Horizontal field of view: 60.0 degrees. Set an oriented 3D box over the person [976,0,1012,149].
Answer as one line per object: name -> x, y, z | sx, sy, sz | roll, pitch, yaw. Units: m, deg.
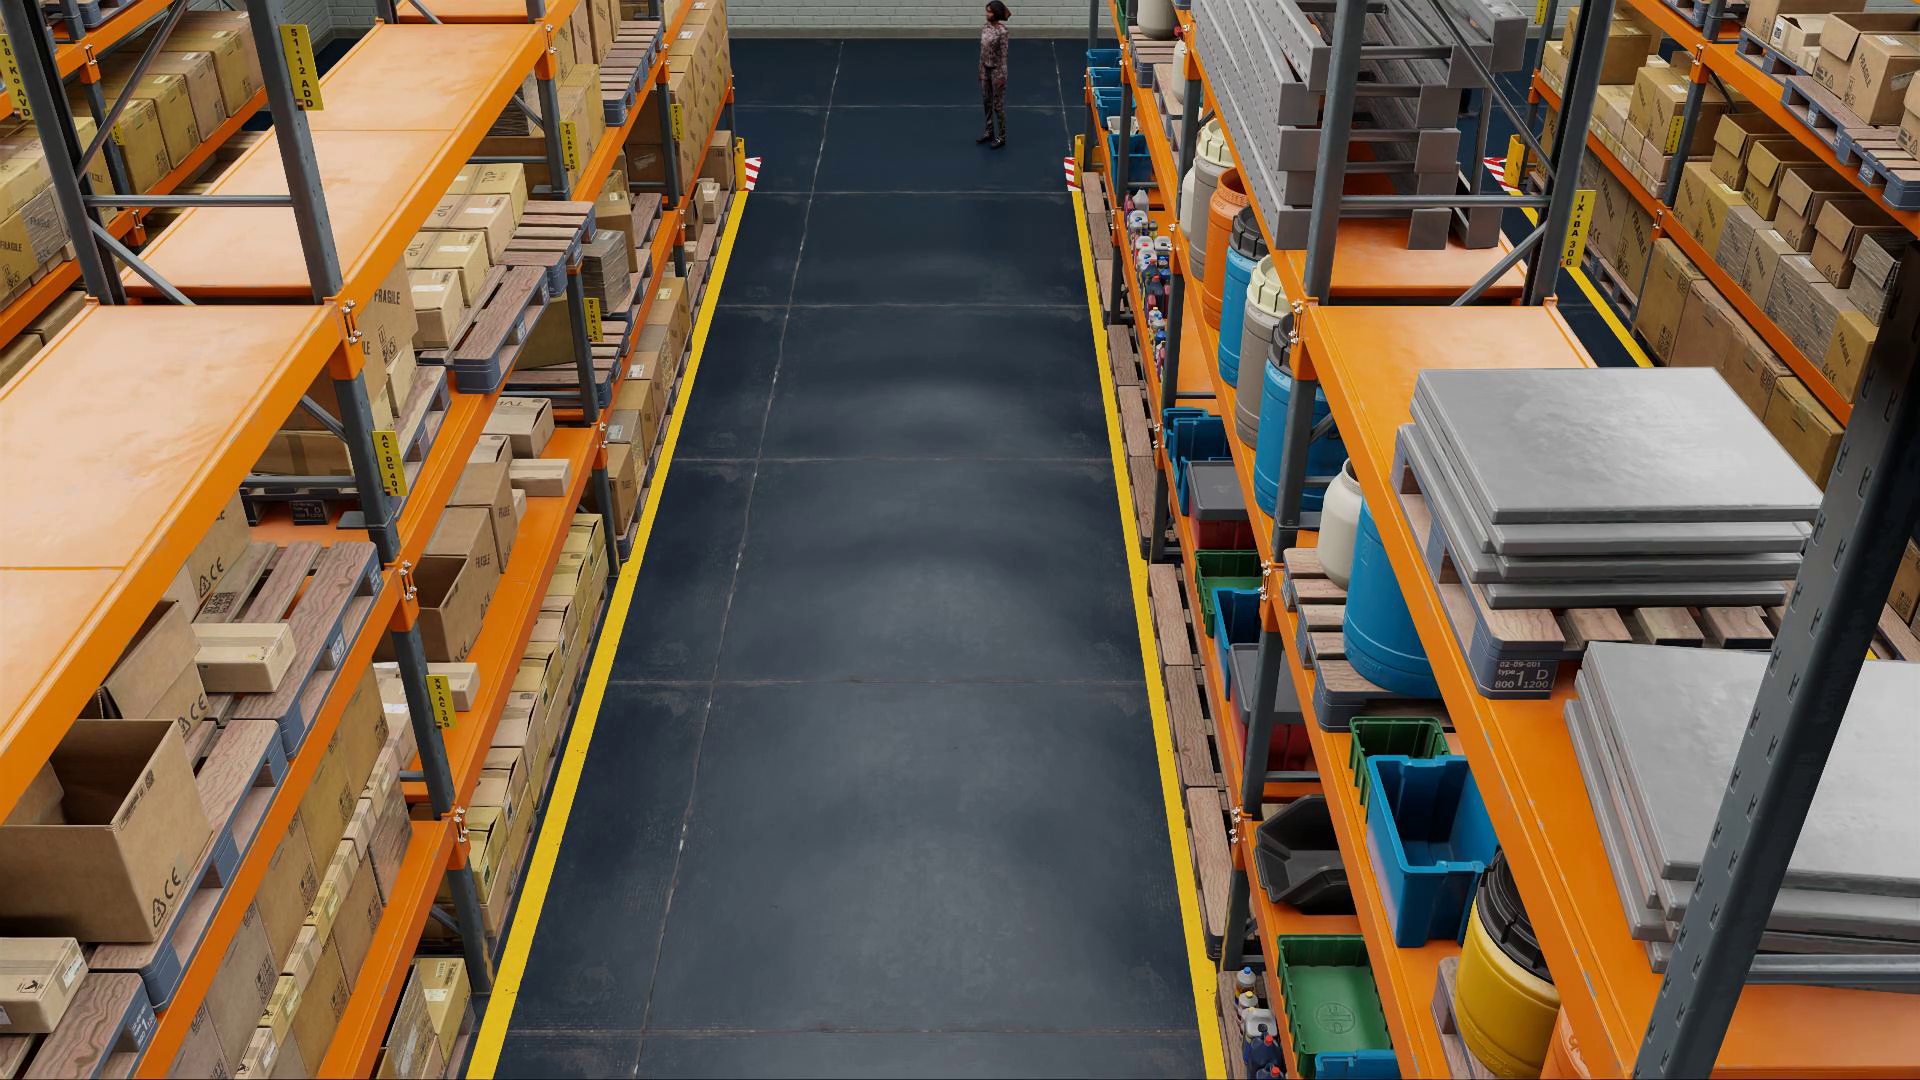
person -> 0.405, -5.526, 19.712 | 0.741, 1.714, 0.671 | -25, 40, -33
